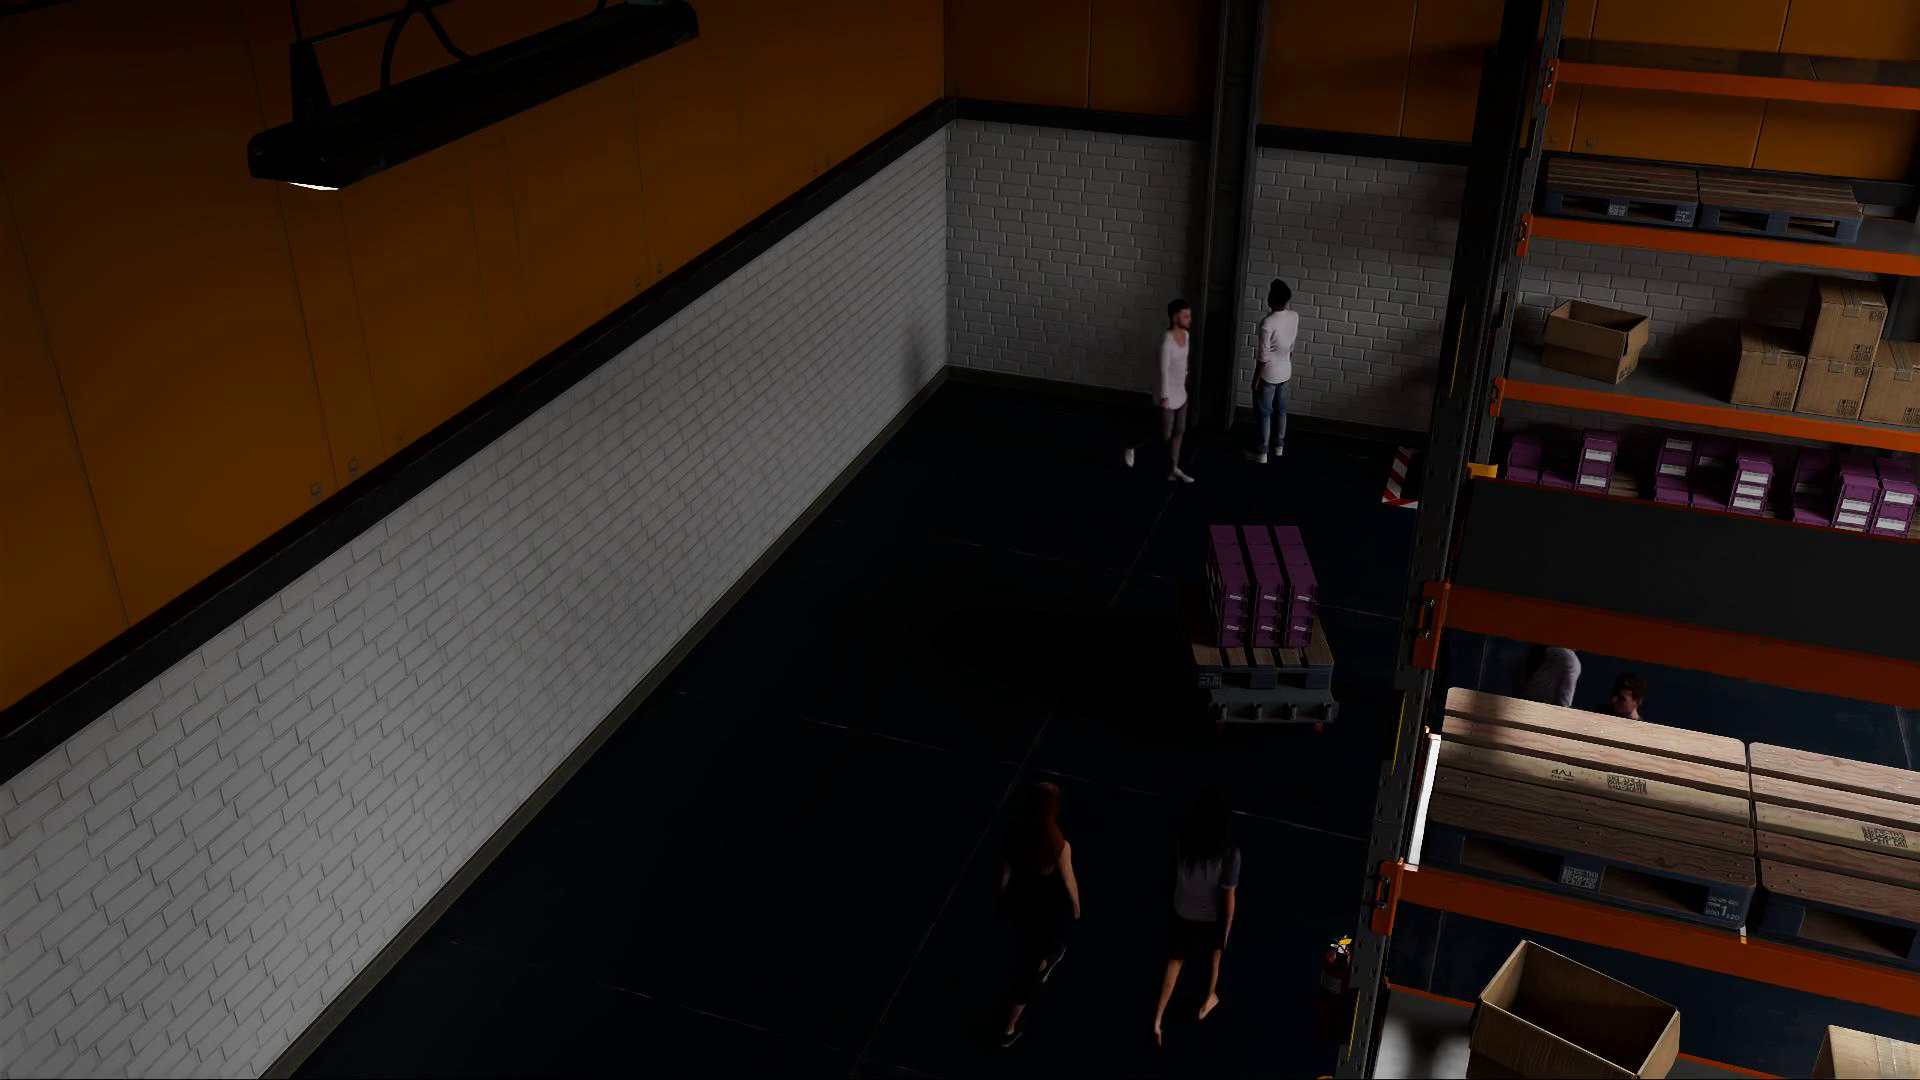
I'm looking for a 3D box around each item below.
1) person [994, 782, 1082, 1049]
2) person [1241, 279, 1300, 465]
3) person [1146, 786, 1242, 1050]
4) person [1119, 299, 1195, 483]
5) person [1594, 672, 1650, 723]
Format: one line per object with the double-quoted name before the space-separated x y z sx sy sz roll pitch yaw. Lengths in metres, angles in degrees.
"person" 0.356 2.118 9.263 1.030 1.700 0.855 18 33 29
"person" 3.016 -1.634 16.021 0.738 1.816 0.760 -20 34 -32
"person" 1.290 2.118 9.245 0.966 1.718 0.814 19 34 31
"person" 1.900 -1.400 15.587 1.052 1.821 0.832 18 34 30
"person" 4.017 1.567 10.130 0.859 1.838 0.815 -7 29 -12
